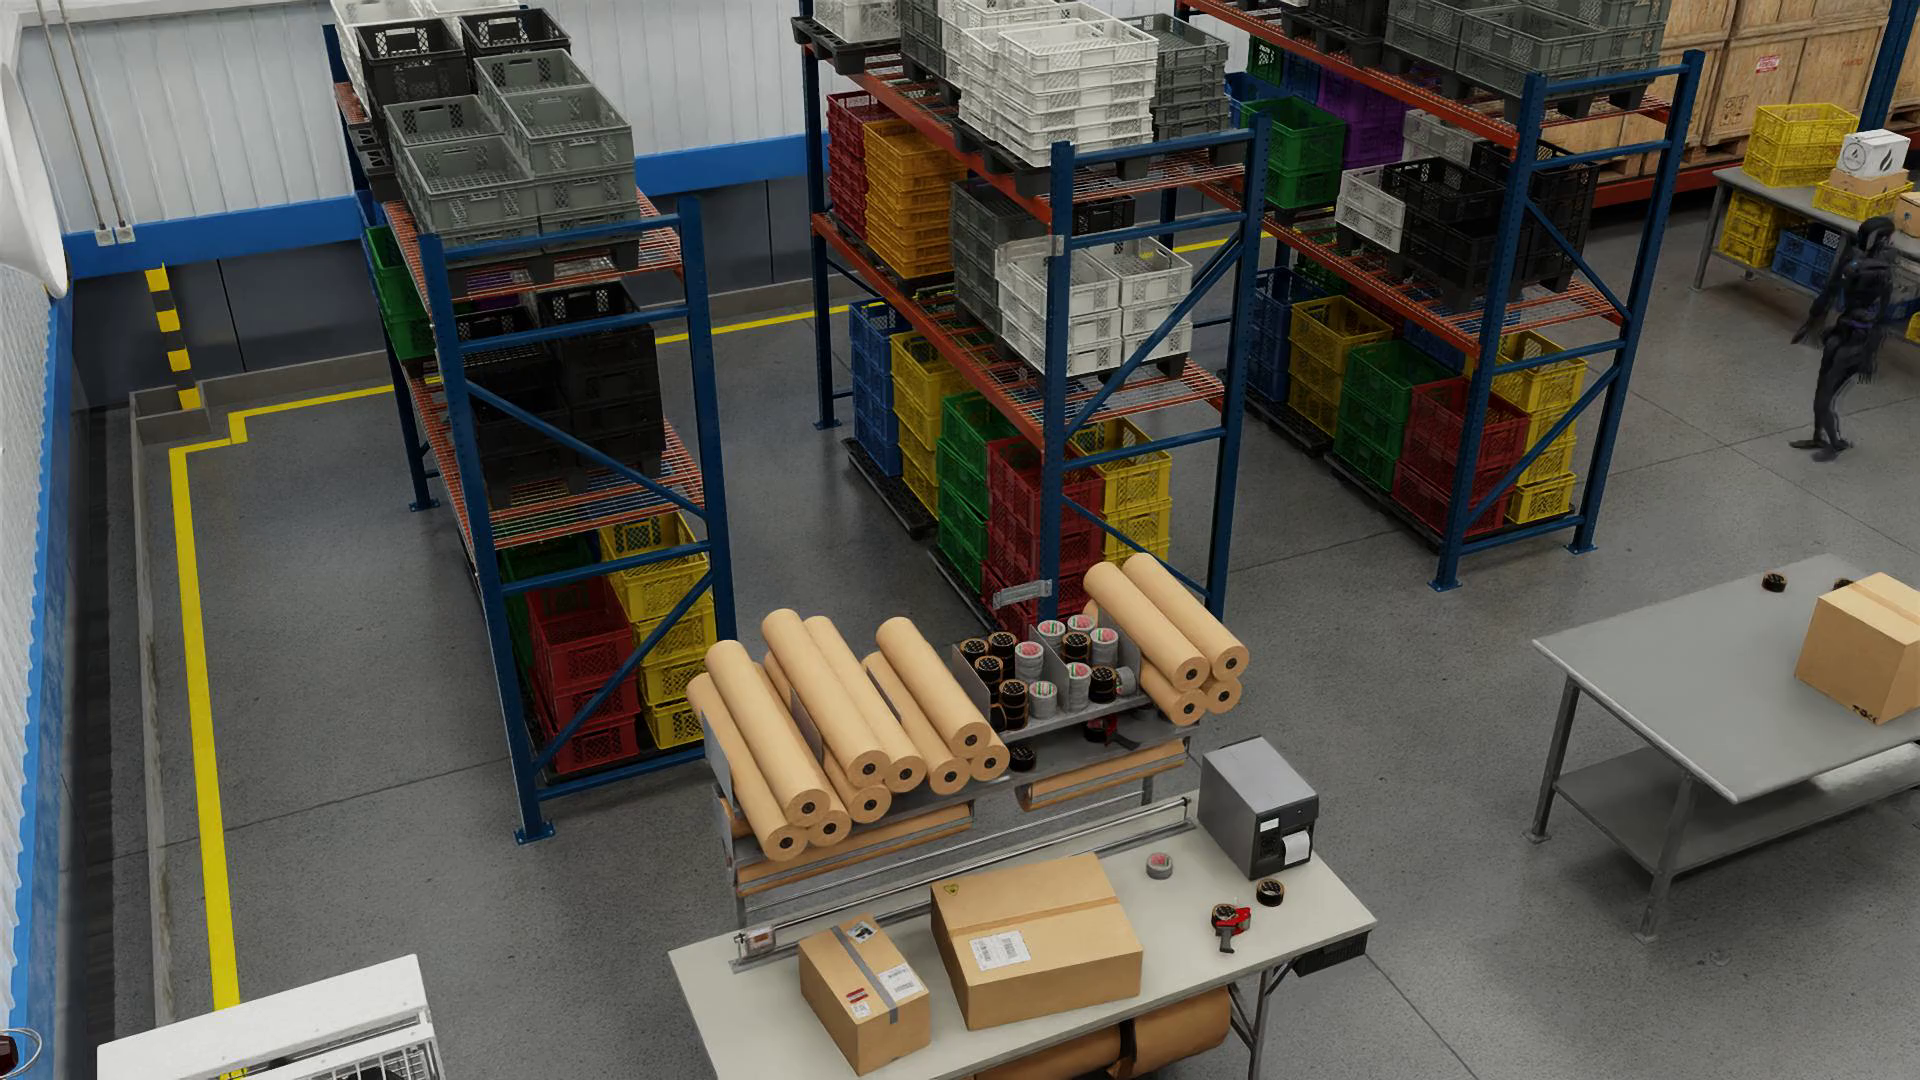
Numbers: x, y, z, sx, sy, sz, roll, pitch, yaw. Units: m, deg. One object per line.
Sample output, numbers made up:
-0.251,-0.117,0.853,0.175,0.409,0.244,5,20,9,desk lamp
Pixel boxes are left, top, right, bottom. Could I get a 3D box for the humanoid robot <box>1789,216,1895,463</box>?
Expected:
5.671,-1.311,10.752,0.427,1.645,0.602,0,32,0,humanoid robot
